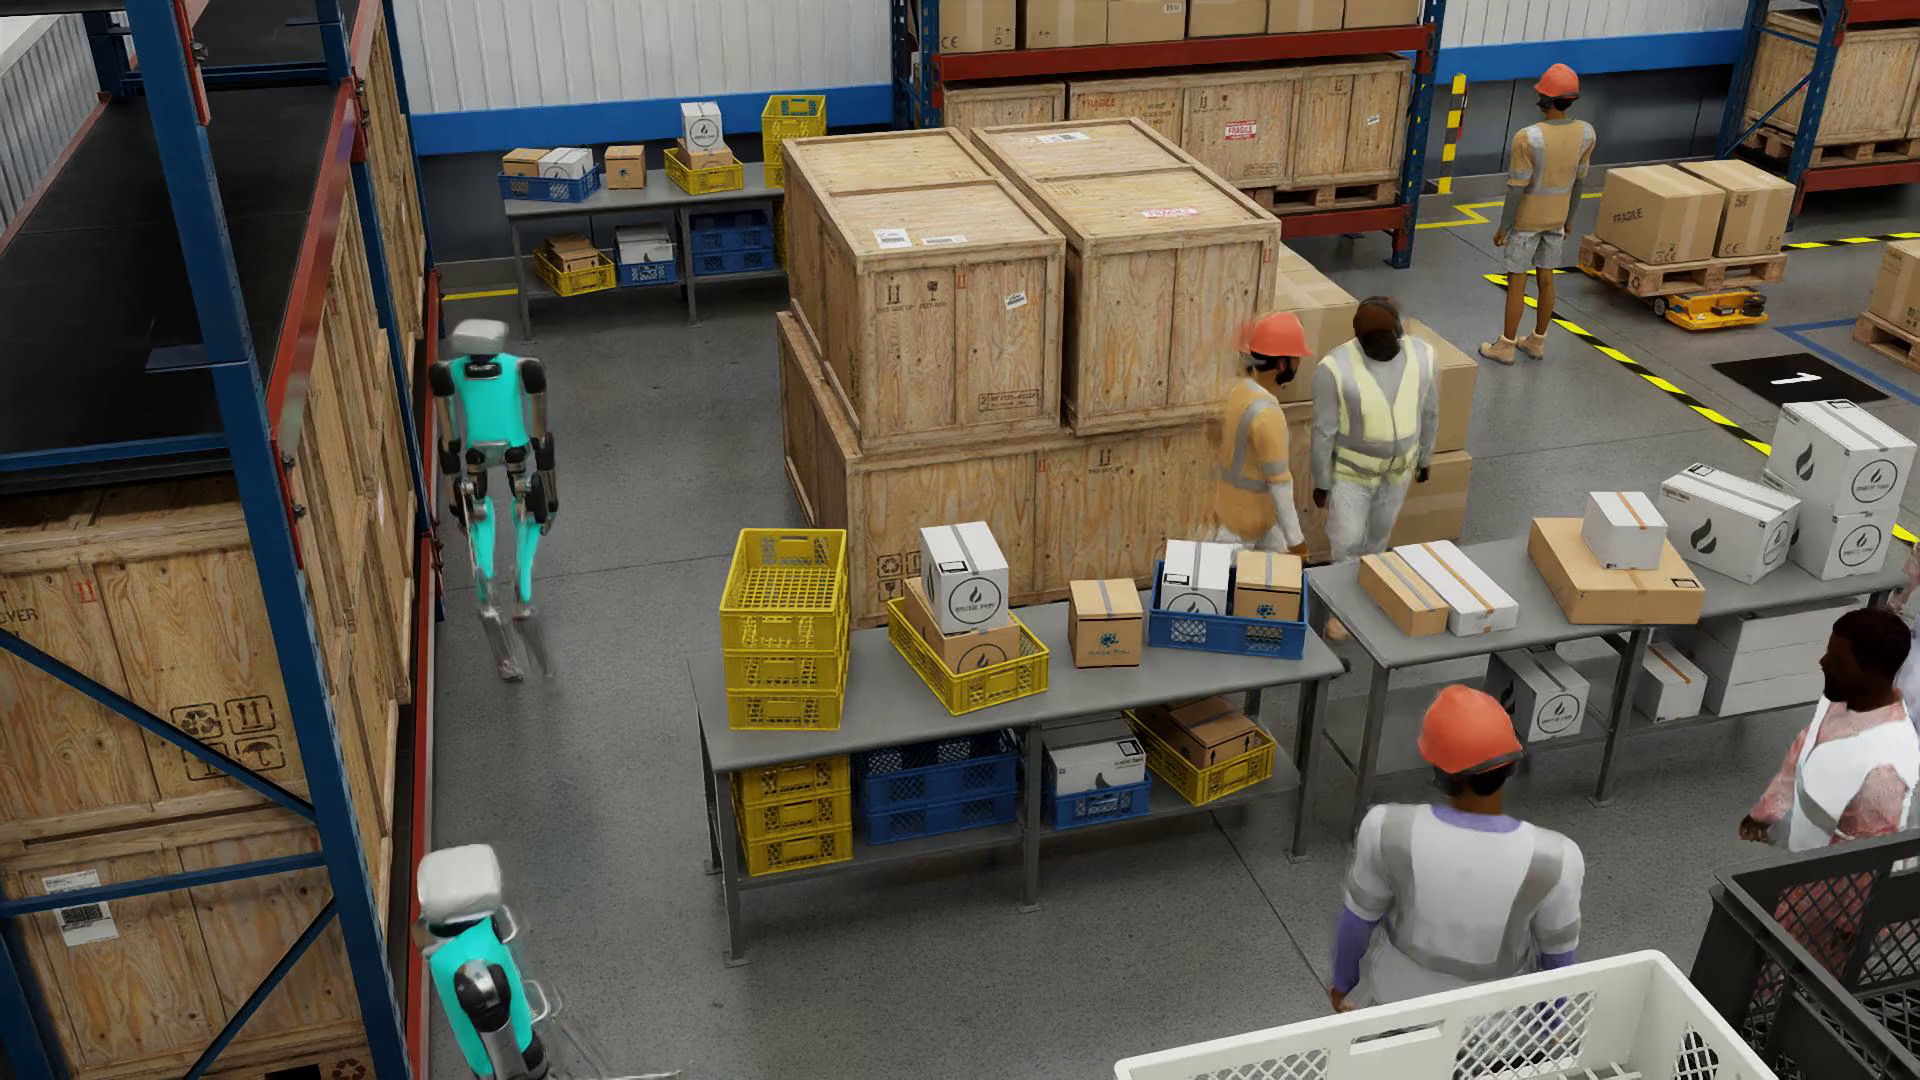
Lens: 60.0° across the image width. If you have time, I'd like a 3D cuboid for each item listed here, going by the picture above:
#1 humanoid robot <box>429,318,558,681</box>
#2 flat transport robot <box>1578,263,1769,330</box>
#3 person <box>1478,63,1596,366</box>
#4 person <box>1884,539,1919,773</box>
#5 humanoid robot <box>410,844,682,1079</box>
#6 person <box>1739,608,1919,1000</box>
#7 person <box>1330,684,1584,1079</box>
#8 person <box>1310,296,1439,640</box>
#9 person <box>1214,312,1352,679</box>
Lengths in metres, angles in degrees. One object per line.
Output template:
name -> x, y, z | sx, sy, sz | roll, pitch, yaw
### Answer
humanoid robot -> -2.159, -0.070, 7.761 | 0.530, 1.832, 0.730 | -1, 29, -2
flat transport robot -> 5.405, -1.958, 12.642 | 0.652, 0.197, 1.431 | -7, 30, -13
person -> 3.888, -2.175, 11.223 | 0.606, 2.048, 0.366 | -10, 30, -17
person -> 4.223, 0.352, 6.963 | 0.639, 1.723, 0.626 | 22, 36, 35
humanoid robot -> -1.011, 1.539, 4.875 | 1.033, 1.783, 0.539 | -15, 32, -25
person -> 2.766, 1.045, 5.542 | 0.779, 1.889, 0.592 | 10, 30, 17
person -> 1.436, 1.335, 4.877 | 0.672, 2.034, 0.451 | 11, 31, 19
person -> 2.032, -0.359, 8.191 | 0.708, 1.809, 0.475 | -7, 30, -13
person -> 1.346, -0.145, 7.718 | 1.047, 1.877, 0.549 | 3, 29, 5
